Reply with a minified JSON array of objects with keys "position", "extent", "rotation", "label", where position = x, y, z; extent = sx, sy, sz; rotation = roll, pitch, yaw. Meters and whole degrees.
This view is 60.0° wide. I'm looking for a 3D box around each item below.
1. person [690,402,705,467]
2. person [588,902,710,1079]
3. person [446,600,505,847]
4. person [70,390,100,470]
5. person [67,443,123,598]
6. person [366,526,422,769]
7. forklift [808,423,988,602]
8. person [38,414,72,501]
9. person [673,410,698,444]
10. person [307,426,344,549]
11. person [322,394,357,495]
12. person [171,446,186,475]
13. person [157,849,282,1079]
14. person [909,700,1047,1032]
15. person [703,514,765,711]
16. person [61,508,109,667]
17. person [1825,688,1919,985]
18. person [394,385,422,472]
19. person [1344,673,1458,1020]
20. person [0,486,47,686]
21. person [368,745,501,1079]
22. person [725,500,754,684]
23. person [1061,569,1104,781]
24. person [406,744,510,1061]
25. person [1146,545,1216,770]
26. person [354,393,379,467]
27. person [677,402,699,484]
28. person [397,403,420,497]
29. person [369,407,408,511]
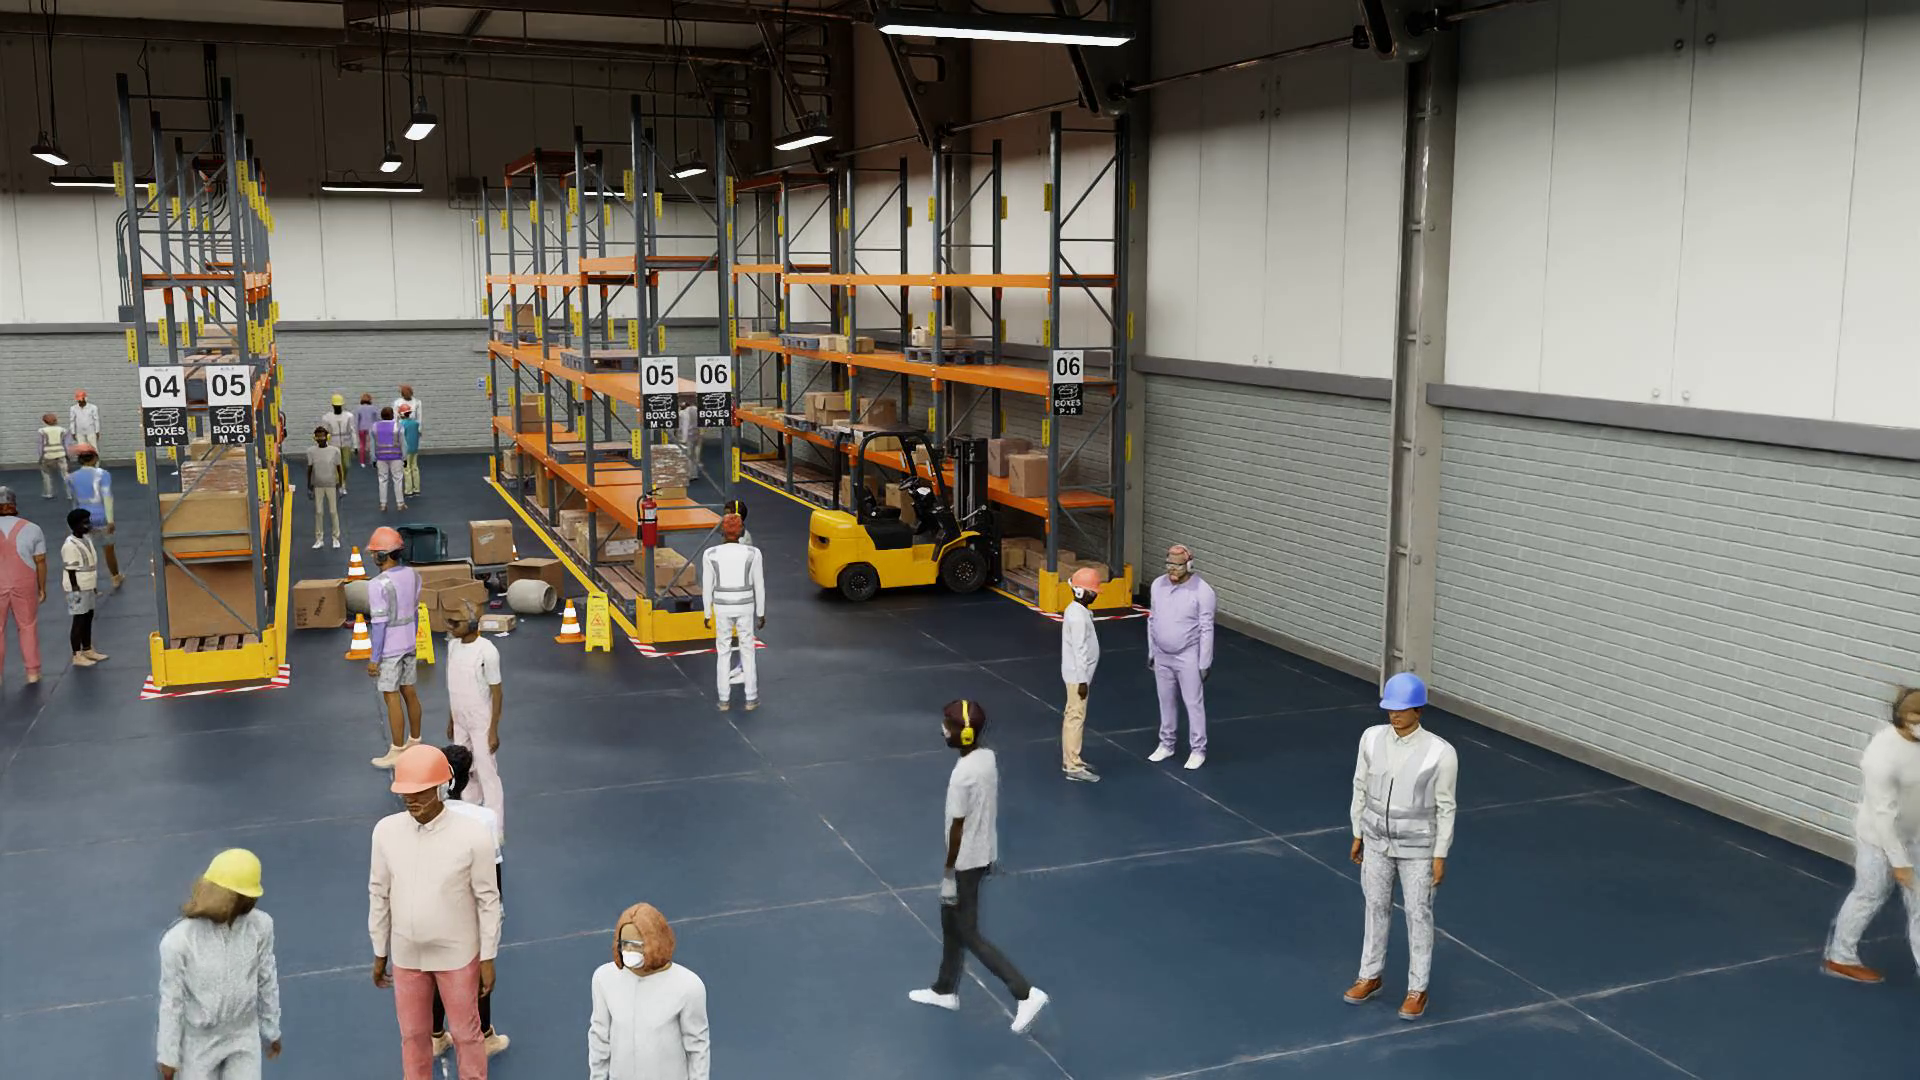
[{"position":[-5.711,-2.338,35.743],"extent":[0.542,1.590,0.589],"rotation":[6,11,34],"label":"person"},{"position":[-1.261,2.253,6.739],"extent":[0.508,1.632,0.265],"rotation":[2,9,12],"label":"person"},{"position":[-3.495,1.329,11.933],"extent":[0.534,1.840,0.326],"rotation":[6,11,34],"label":"person"},{"position":[-18.411,-2.287,34.989],"extent":[0.573,1.739,0.349],"rotation":[-1,9,-9],"label":"person"},{"position":[-11.177,-0.260,21.527],"extent":[0.682,1.960,1.033],"rotation":[1,9,4],"label":"person"},{"position":[-4.766,0.899,13.973],"extent":[0.365,2.048,0.608],"rotation":[2,9,15],"label":"person"},{"position":[-0.830,-0.399,21.676],"extent":[2.313,2.155,1.214],"rotation":[-4,10,-21],"label":"forklift"},{"position":[-16.715,-1.522,30.625],"extent":[0.798,1.596,0.565],"rotation":[8,12,40],"label":"person"},{"position":[-5.662,-2.137,34.213],"extent":[0.552,1.677,0.502],"rotation":[-7,12,-38],"label":"person"},{"position":[-9.626,-0.796,25.207],"extent":[0.532,1.865,0.311],"rotation":[-2,9,-10],"label":"person"},{"position":[-11.762,-1.820,31.528],"extent":[0.599,1.907,0.767],"rotation":[-5,10,-29],"label":"person"},{"position":[-16.308,-2.172,34.620],"extent":[0.318,1.631,0.514],"rotation":[-1,9,-7],"label":"person"},{"position":[-3.229,2.145,7.203],"extent":[0.613,1.697,0.521],"rotation":[8,12,40],"label":"person"},{"position":[0.103,1.772,9.168],"extent":[0.867,1.834,0.569],"rotation":[4,10,22],"label":"person"},{"position":[-2.148,0.686,15.821],"extent":[0.583,1.882,0.337],"rotation":[-1,9,-5],"label":"person"},{"position":[-9.302,0.501,17.607],"extent":[0.321,1.686,0.539],"rotation":[-1,9,-8],"label":"person"},{"position":[5.325,1.718,9.371],"extent":[0.683,1.872,0.867],"rotation":[-4,10,-23],"label":"person"},{"position":[-11.666,-2.363,35.184],"extent":[0.584,1.839,0.968],"rotation":[-4,10,-25],"label":"person"},{"position":[2.461,1.689,9.305],"extent":[0.602,1.948,0.385],"rotation":[7,12,39],"label":"person"},{"position":[-9.619,0.449,16.819],"extent":[0.685,2.000,0.535],"rotation":[-6,11,-35],"label":"person"},{"position":[-2.448,1.915,7.733],"extent":[0.622,1.994,0.381],"rotation":[1,9,6],"label":"person"},{"position":[-2.260,0.523,16.893],"extent":[0.328,1.872,0.512],"rotation":[-2,9,-12],"label":"person"},{"position":[1.005,1.096,13.679],"extent":[0.337,1.743,0.560],"rotation":[0,9,0],"label":"person"},{"position":[-2.640,1.905,8.733],"extent":[0.542,1.695,0.316],"rotation":[1,9,9],"label":"person"},{"position":[1.833,0.976,13.982],"extent":[0.647,1.899,0.398],"rotation":[8,12,42],"label":"person"},{"position":[-12.781,-2.359,35.829],"extent":[0.532,1.607,0.528],"rotation":[-3,9,-16],"label":"person"},{"position":[-5.426,-2.016,33.114],"extent":[0.434,1.816,0.623],"rotation":[0,9,1],"label":"person"},{"position":[-10.338,-1.675,31.083],"extent":[0.327,1.753,0.561],"rotation":[3,10,19],"label":"person"},{"position":[-10.028,-1.426,29.249],"extent":[0.633,1.842,0.429],"rotation":[-1,9,-5],"label":"person"}]
